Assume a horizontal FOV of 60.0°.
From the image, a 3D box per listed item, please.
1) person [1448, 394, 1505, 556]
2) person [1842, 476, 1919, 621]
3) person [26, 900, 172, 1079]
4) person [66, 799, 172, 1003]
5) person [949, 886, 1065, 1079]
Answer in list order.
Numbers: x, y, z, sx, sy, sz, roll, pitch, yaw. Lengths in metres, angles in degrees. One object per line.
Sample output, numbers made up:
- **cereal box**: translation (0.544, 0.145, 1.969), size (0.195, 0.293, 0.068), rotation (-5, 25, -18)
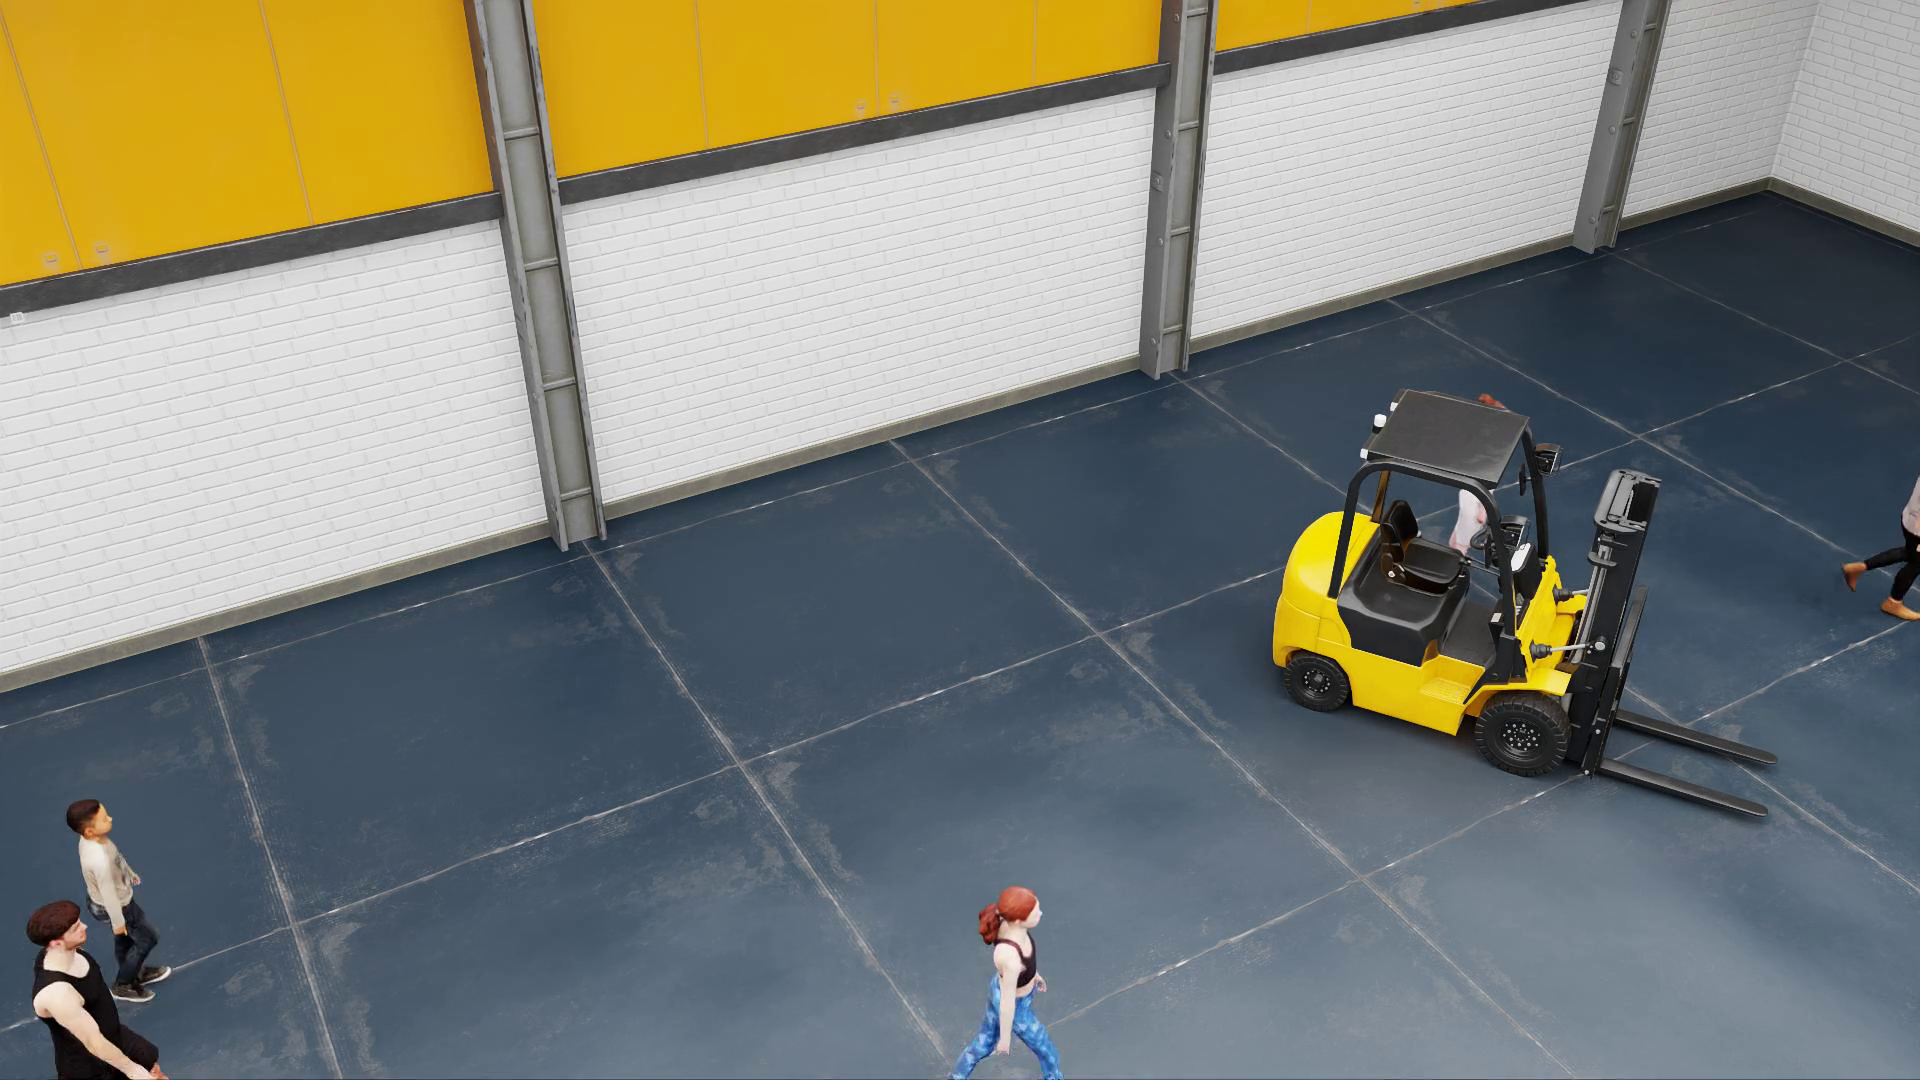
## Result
- **person**: translation (3.918, -0.308, 12.725), size (0.686, 1.790, 0.629), rotation (8, 34, 12)
- **person**: translation (7.178, -0.146, 12.569), size (0.983, 1.693, 0.950), rotation (11, 35, 16)
- **person**: translation (-4.434, 2.593, 8.317), size (1.209, 1.838, 0.823), rotation (-10, 35, -15)
- **person**: translation (-4.877, 2.081, 9.435), size (0.613, 1.453, 0.600), rotation (-23, 40, -31)
- **person**: translation (0.182, 2.452, 8.622), size (1.260, 1.737, 0.936), rotation (-2, 34, -4)
